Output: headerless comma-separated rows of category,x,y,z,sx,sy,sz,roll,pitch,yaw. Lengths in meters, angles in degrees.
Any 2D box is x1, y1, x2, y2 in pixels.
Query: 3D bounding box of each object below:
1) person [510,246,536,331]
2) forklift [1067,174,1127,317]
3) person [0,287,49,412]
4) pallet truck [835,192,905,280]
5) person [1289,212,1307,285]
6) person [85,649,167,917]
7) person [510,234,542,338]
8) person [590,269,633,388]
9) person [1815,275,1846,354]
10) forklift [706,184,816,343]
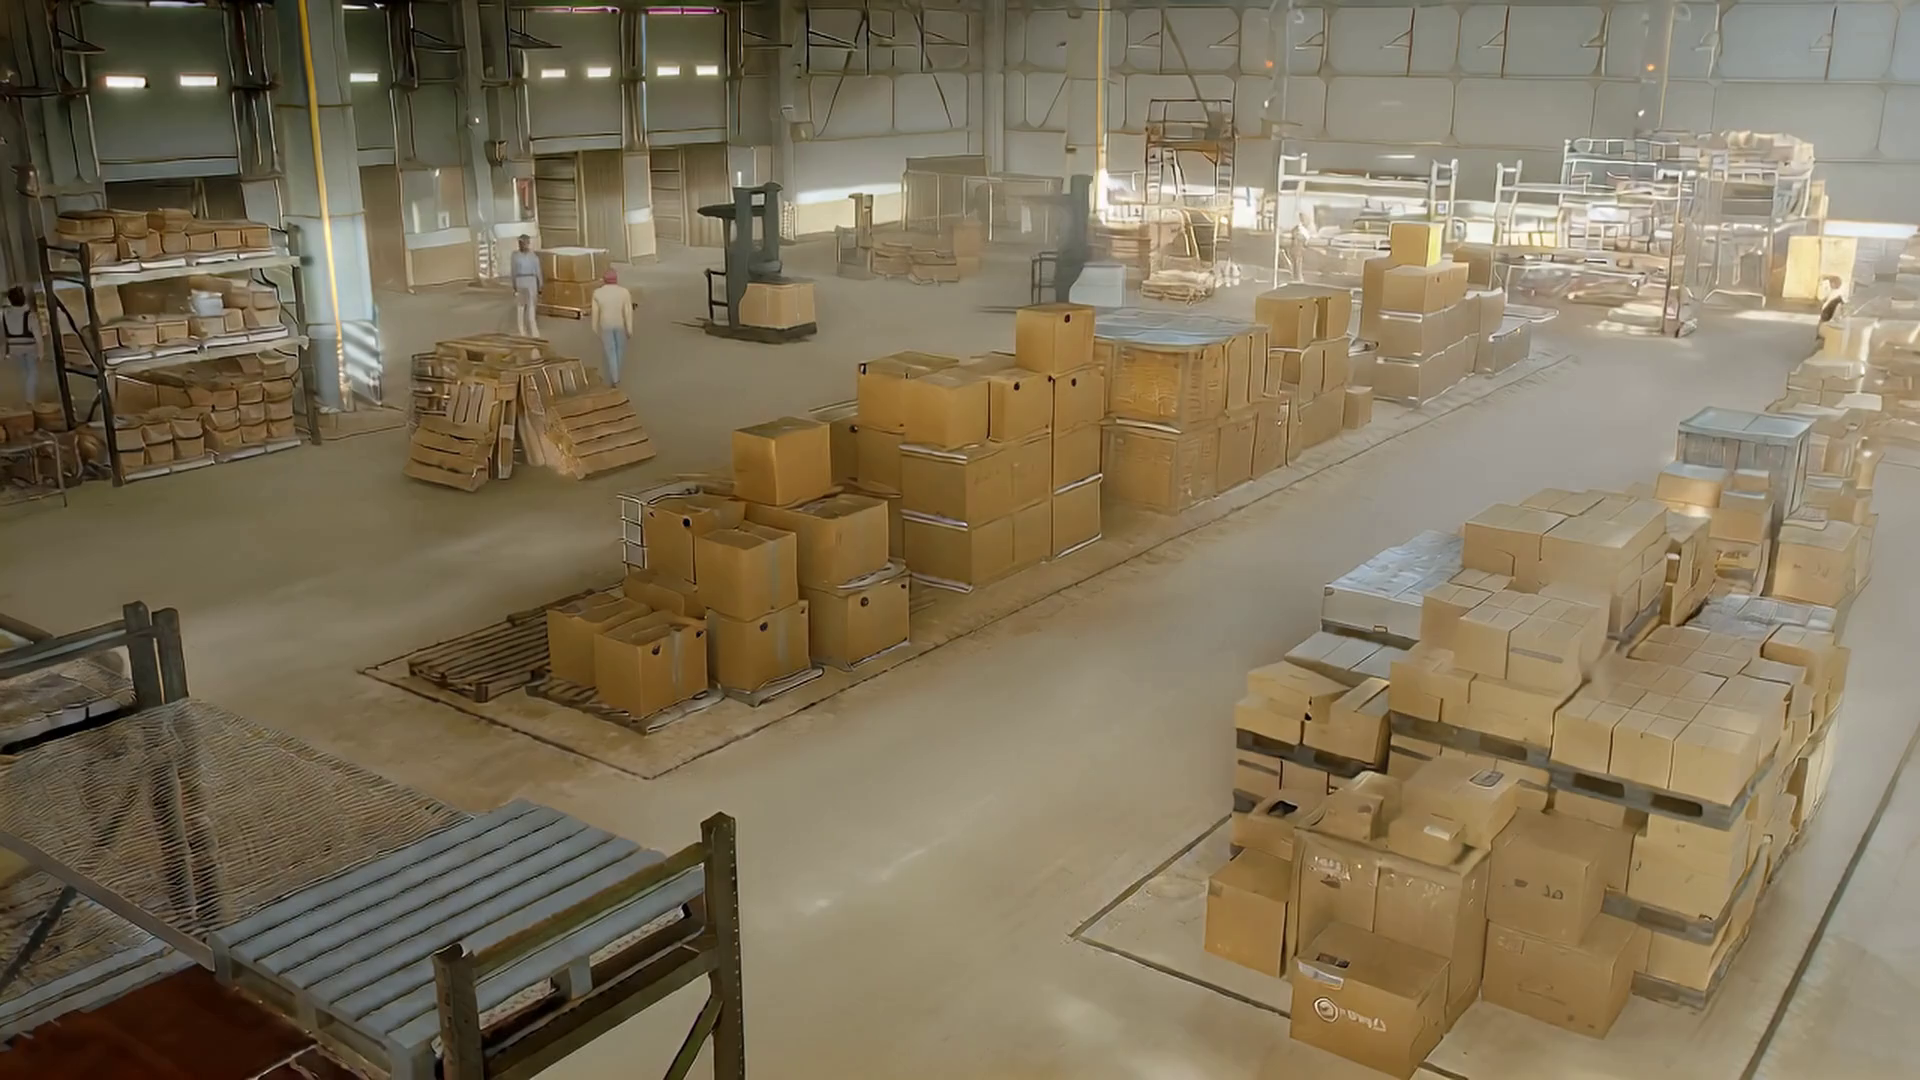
person,-8.390,-4.795,31.802,0.582,1.622,0.509,-9,19,-28
forklift,2.374,-5.841,33.115,1.873,2.768,1.129,3,17,10
person,-14.008,-2.874,25.012,0.606,1.865,0.645,1,17,2
pallet truck,-1.936,-7.159,38.982,1.885,1.965,0.823,-12,21,-34
person,7.085,-5.887,34.869,0.359,1.938,0.635,6,18,19
person,-5.247,1.538,10.445,0.506,1.847,0.350,7,18,23
person,-8.107,-4.764,31.159,0.551,1.932,0.378,-14,21,-38
person,-5.609,-3.418,26.803,0.645,1.887,1.062,-7,18,-22
person,13.479,-3.148,25.837,0.392,1.920,0.589,1,17,4
forklift,-3.717,-5.181,30.929,1.873,2.768,1.129,12,21,35
